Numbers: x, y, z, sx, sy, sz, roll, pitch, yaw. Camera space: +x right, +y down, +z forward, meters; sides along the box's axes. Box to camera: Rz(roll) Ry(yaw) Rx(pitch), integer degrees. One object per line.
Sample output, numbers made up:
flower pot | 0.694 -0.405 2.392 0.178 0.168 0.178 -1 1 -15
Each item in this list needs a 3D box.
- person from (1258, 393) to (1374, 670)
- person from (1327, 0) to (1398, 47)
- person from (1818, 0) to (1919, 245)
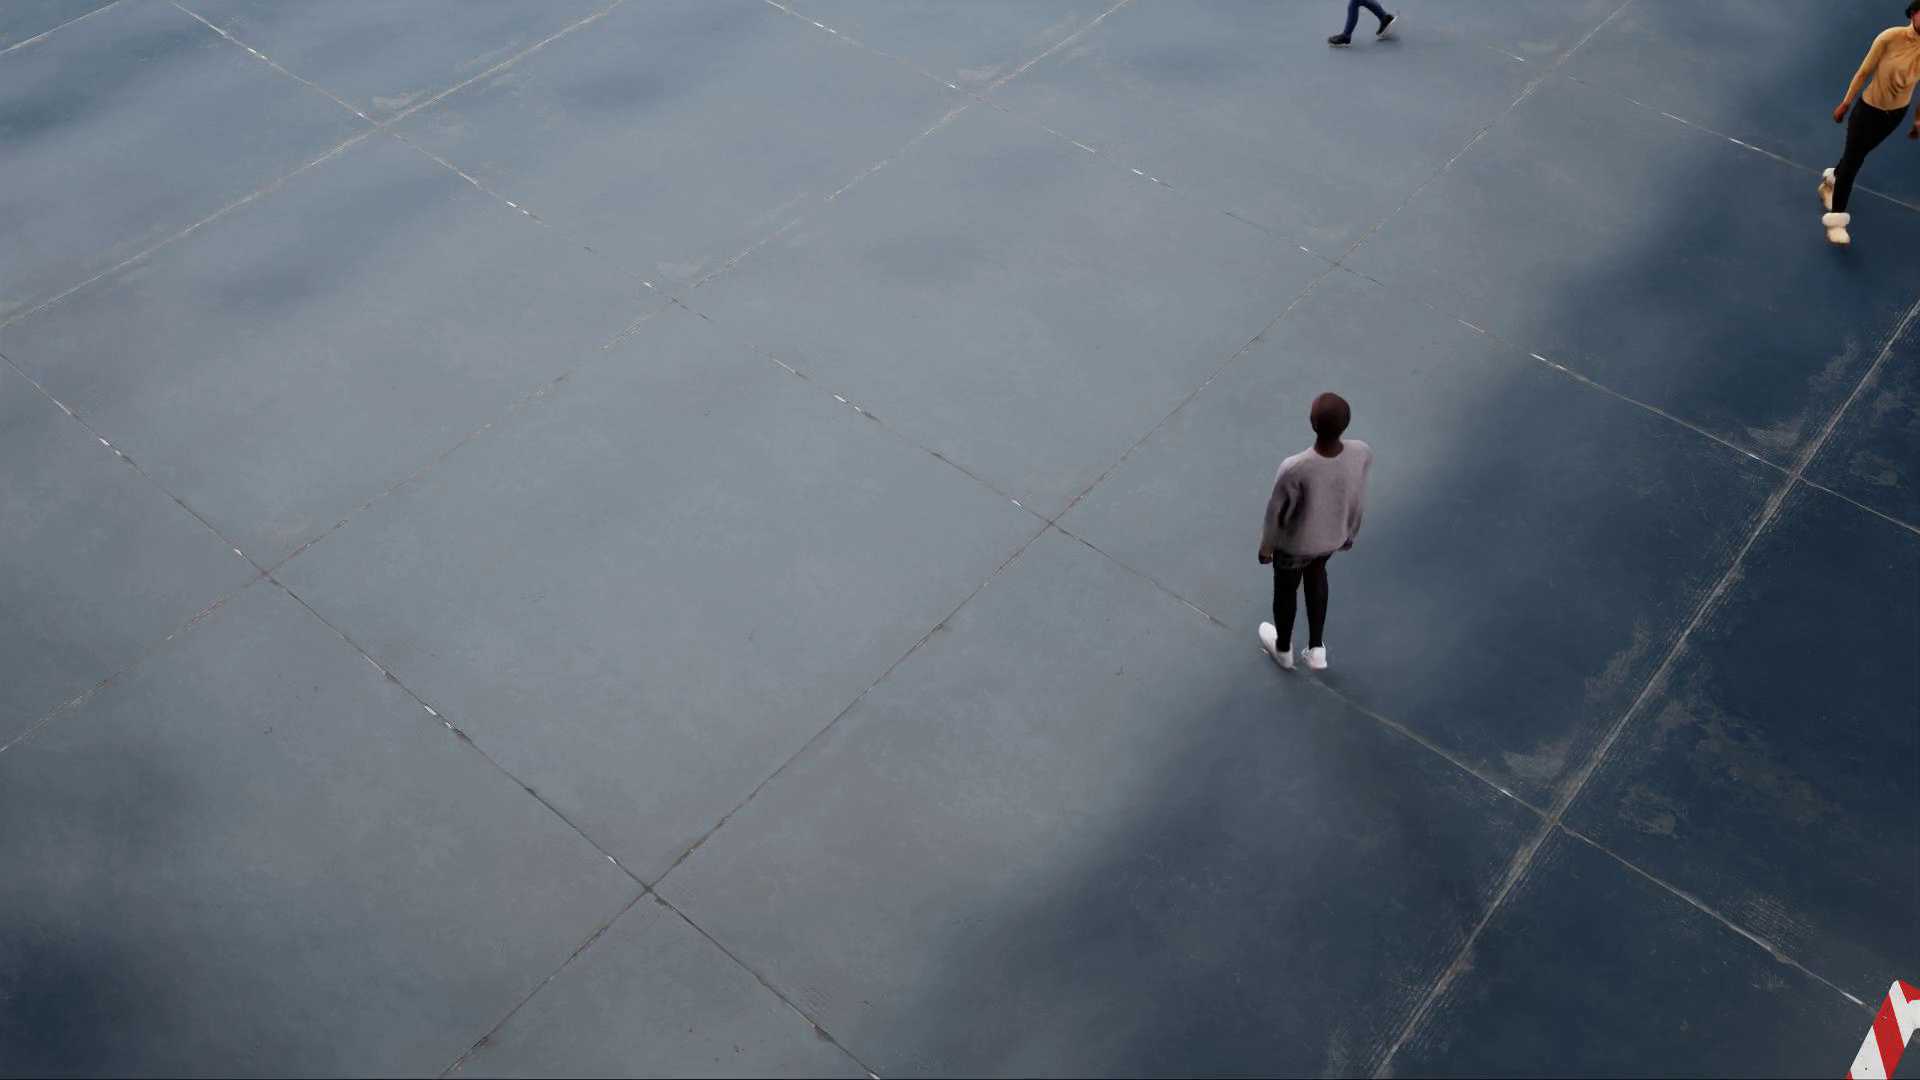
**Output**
person | 1.684 0.050 7.819 0.811 1.761 0.870 -12 48 -10
person | 3.017 -4.135 12.139 0.783 1.100 0.694 0 47 0
person | 5.776 -2.758 10.504 1.058 1.630 1.048 3 47 3
